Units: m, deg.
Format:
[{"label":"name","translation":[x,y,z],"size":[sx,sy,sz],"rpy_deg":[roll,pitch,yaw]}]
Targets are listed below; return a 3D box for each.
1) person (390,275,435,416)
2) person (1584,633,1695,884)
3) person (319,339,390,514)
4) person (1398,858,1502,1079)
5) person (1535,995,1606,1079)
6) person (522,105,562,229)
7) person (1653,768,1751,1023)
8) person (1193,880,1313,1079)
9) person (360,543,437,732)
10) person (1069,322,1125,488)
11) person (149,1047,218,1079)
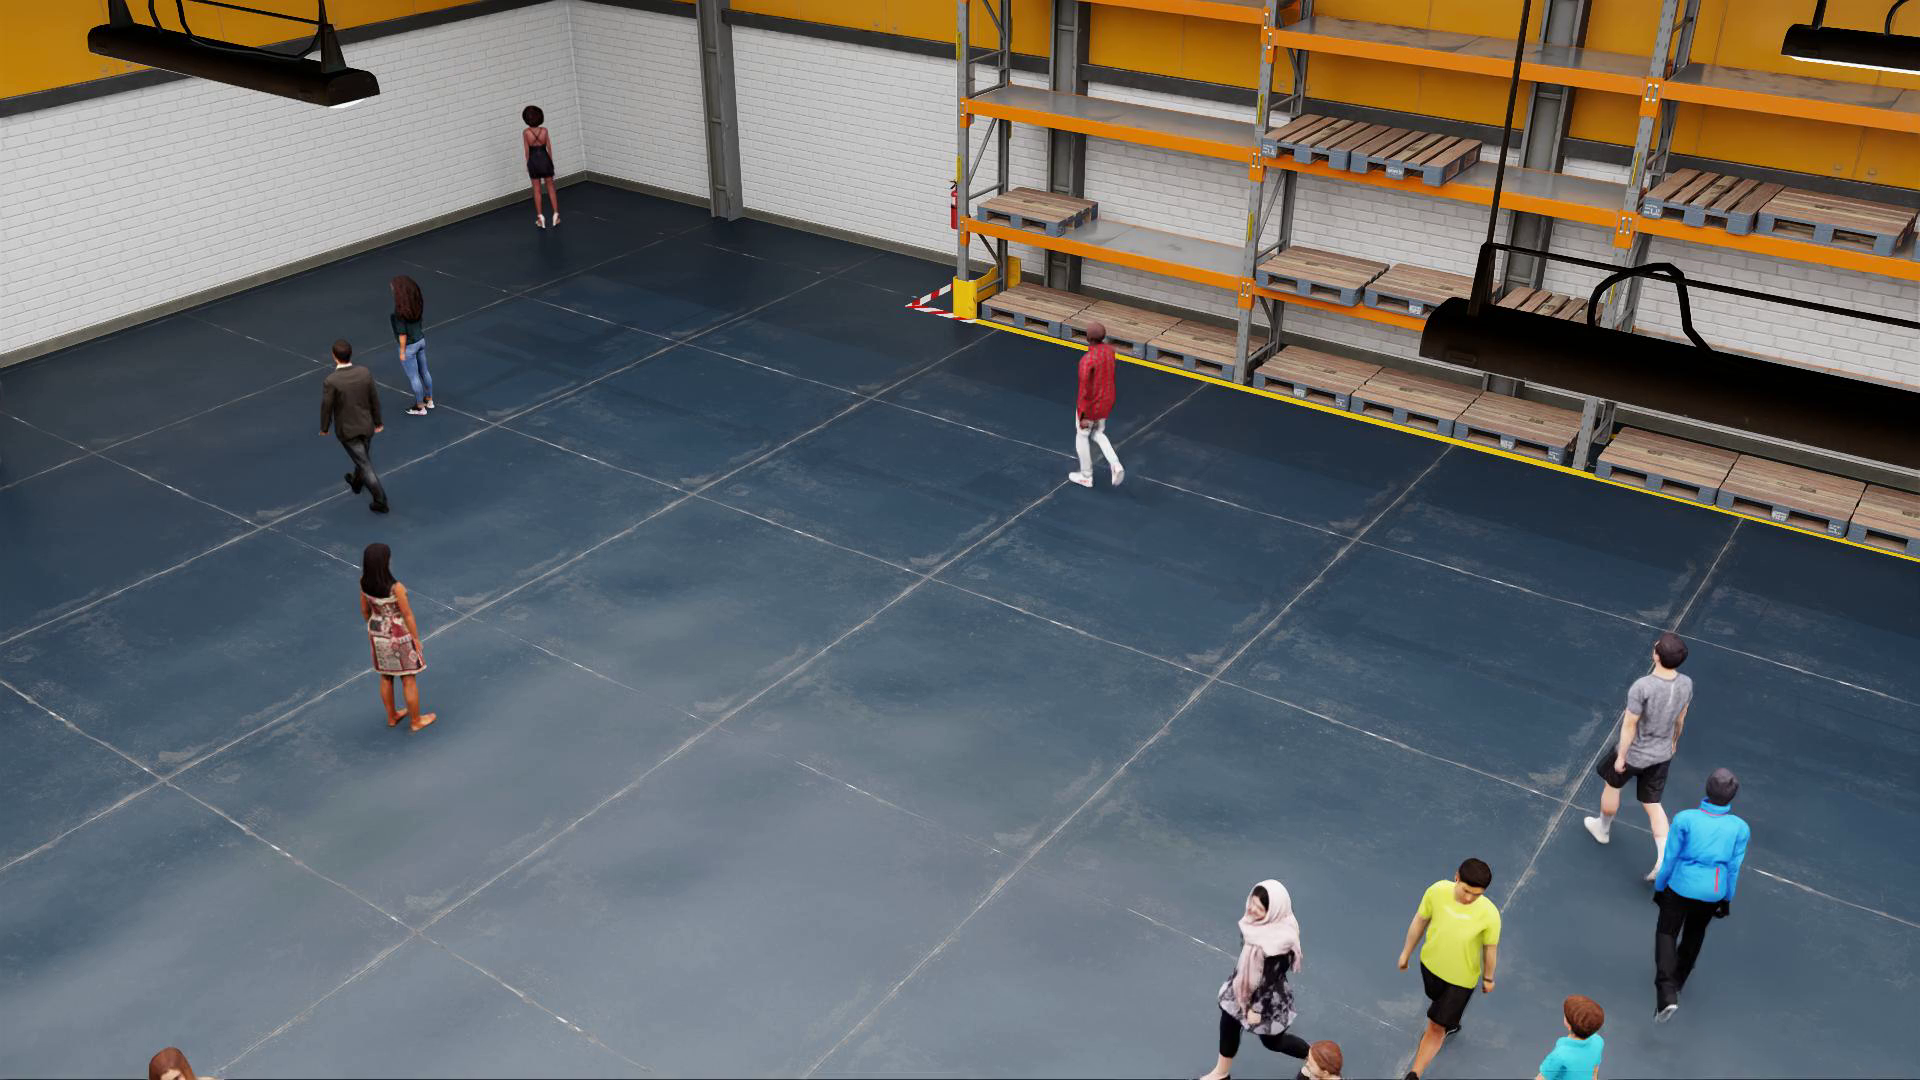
[{"label":"person","translation":[-6.141,-2.195,18.629],"size":[0.684,1.617,0.669],"rpy_deg":[9,30,16]},{"label":"person","translation":[4.822,1.536,11.555],"size":[1.154,1.841,1.219],"rpy_deg":[-5,29,-9]},{"label":"person","translation":[-5.933,-1.079,16.430],"size":[1.126,1.764,0.790],"rpy_deg":[23,36,35]},{"label":"person","translation":[2.976,2.511,9.973],"size":[0.876,1.643,1.100],"rpy_deg":[-23,36,-36]},{"label":"person","translation":[3.346,3.121,9.079],"size":[0.719,1.430,0.875],"rpy_deg":[-17,33,-29]},{"label":"person","translation":[-6.191,-5.504,24.516],"size":[0.655,1.788,0.683],"rpy_deg":[-12,31,-21]},{"label":"person","translation":[4.575,2.235,10.340],"size":[1.027,1.776,0.896],"rpy_deg":[8,30,14]},{"label":"person","translation":[1.858,2.650,9.767],"size":[1.088,1.597,1.059],"rpy_deg":[-6,29,-11]},{"label":"person","translation":[-4.506,0.764,13.174],"size":[0.573,1.645,0.767],"rpy_deg":[9,30,16]},{"label":"person","translation":[1.431,-1.337,16.860],"size":[0.789,1.805,0.977],"rpy_deg":[-23,36,-36]},{"label":"person","translation":[-3.899,3.224,8.608],"size":[0.799,1.699,1.128],"rpy_deg":[-20,35,-33]}]
